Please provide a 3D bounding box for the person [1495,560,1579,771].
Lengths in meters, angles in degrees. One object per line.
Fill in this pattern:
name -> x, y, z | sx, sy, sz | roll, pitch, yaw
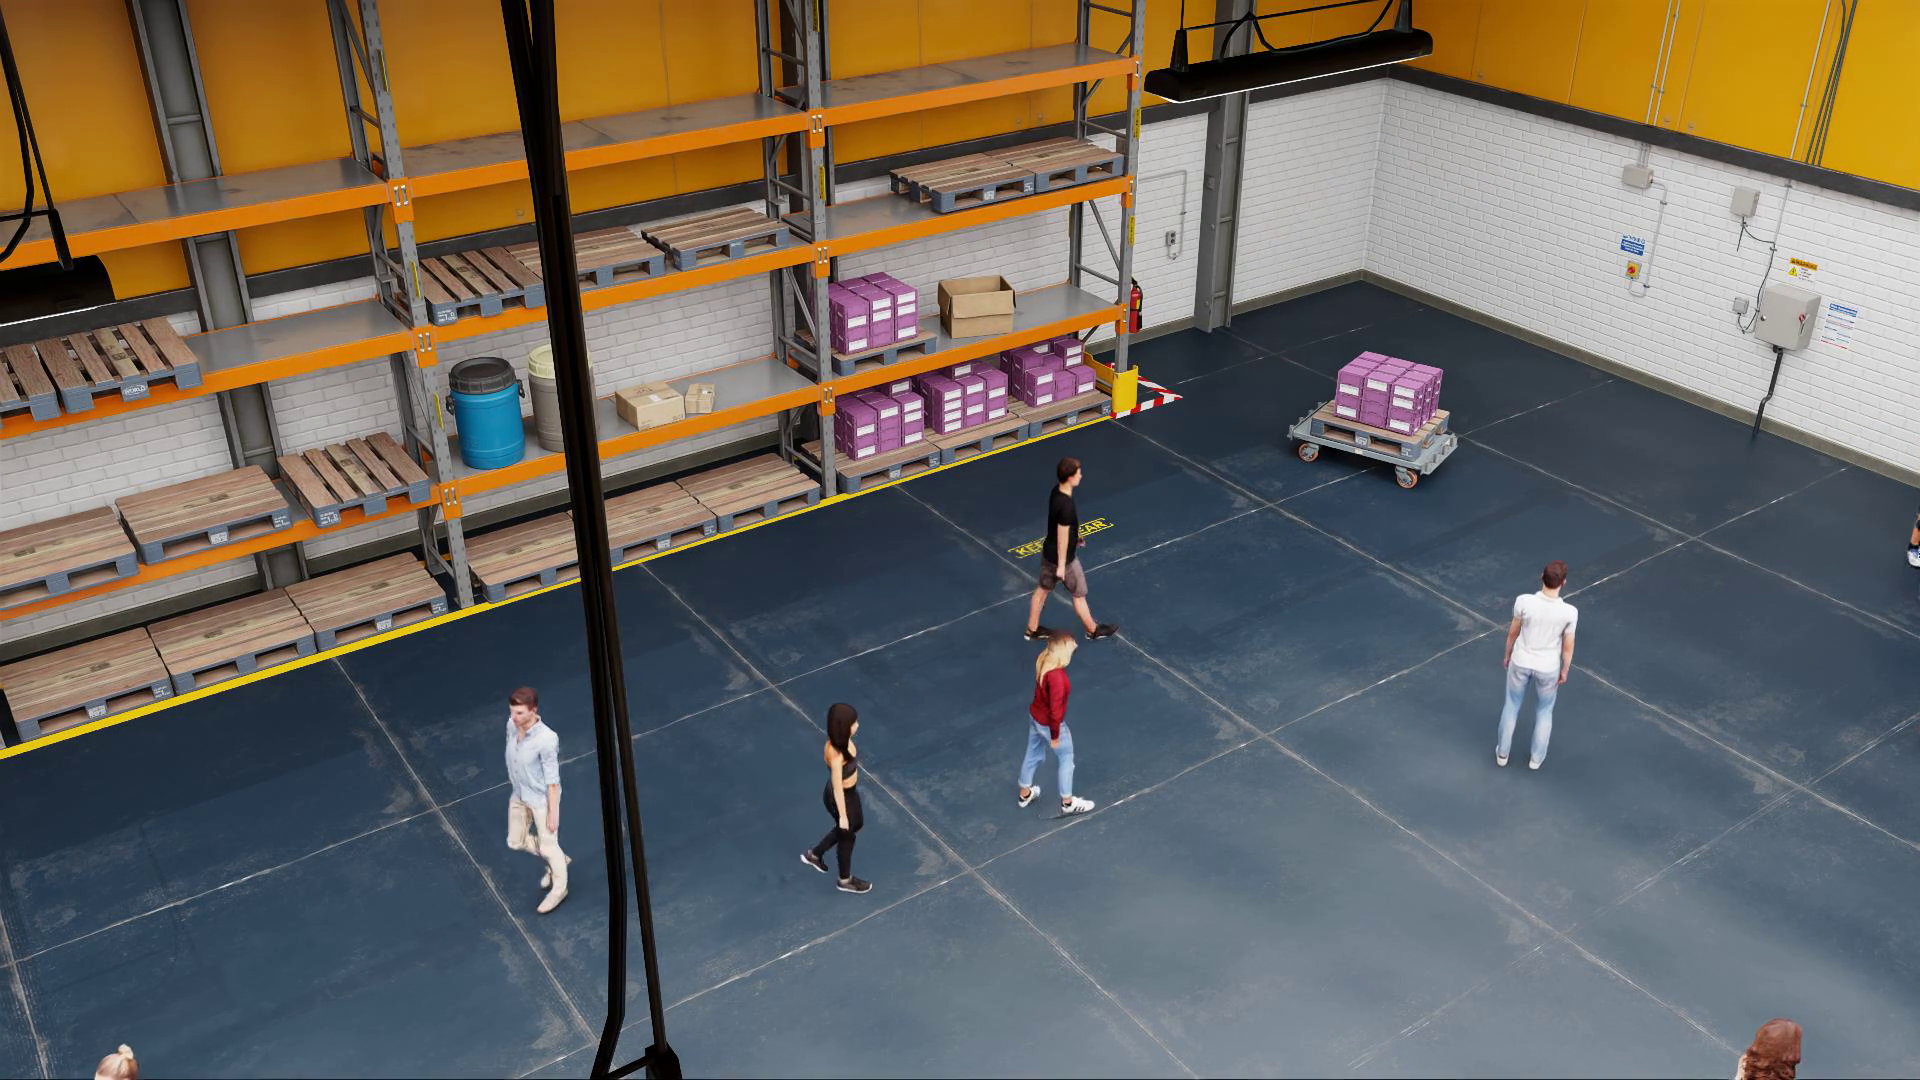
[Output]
person -> 4.511, 0.994, 13.101 | 0.749, 1.851, 0.764 | 12, 31, 20

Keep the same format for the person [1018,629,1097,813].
person -> 0.640, 1.378, 12.643 | 0.835, 1.614, 0.719 | -13, 31, -22

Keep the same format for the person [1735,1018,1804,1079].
person -> 4.182, 3.326, 8.983 | 1.233, 1.699, 0.843 | -8, 30, -14

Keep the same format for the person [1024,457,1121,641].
person -> 0.801, 0.123, 14.729 | 1.198, 1.820, 0.977 | -6, 29, -10

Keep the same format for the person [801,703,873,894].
person -> -0.917, 1.823, 11.809 | 0.863, 1.632, 0.781 | 1, 29, 2

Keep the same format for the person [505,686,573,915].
person -> -2.905, 1.771, 11.691 | 0.757, 1.835, 0.786 | 20, 34, 32
